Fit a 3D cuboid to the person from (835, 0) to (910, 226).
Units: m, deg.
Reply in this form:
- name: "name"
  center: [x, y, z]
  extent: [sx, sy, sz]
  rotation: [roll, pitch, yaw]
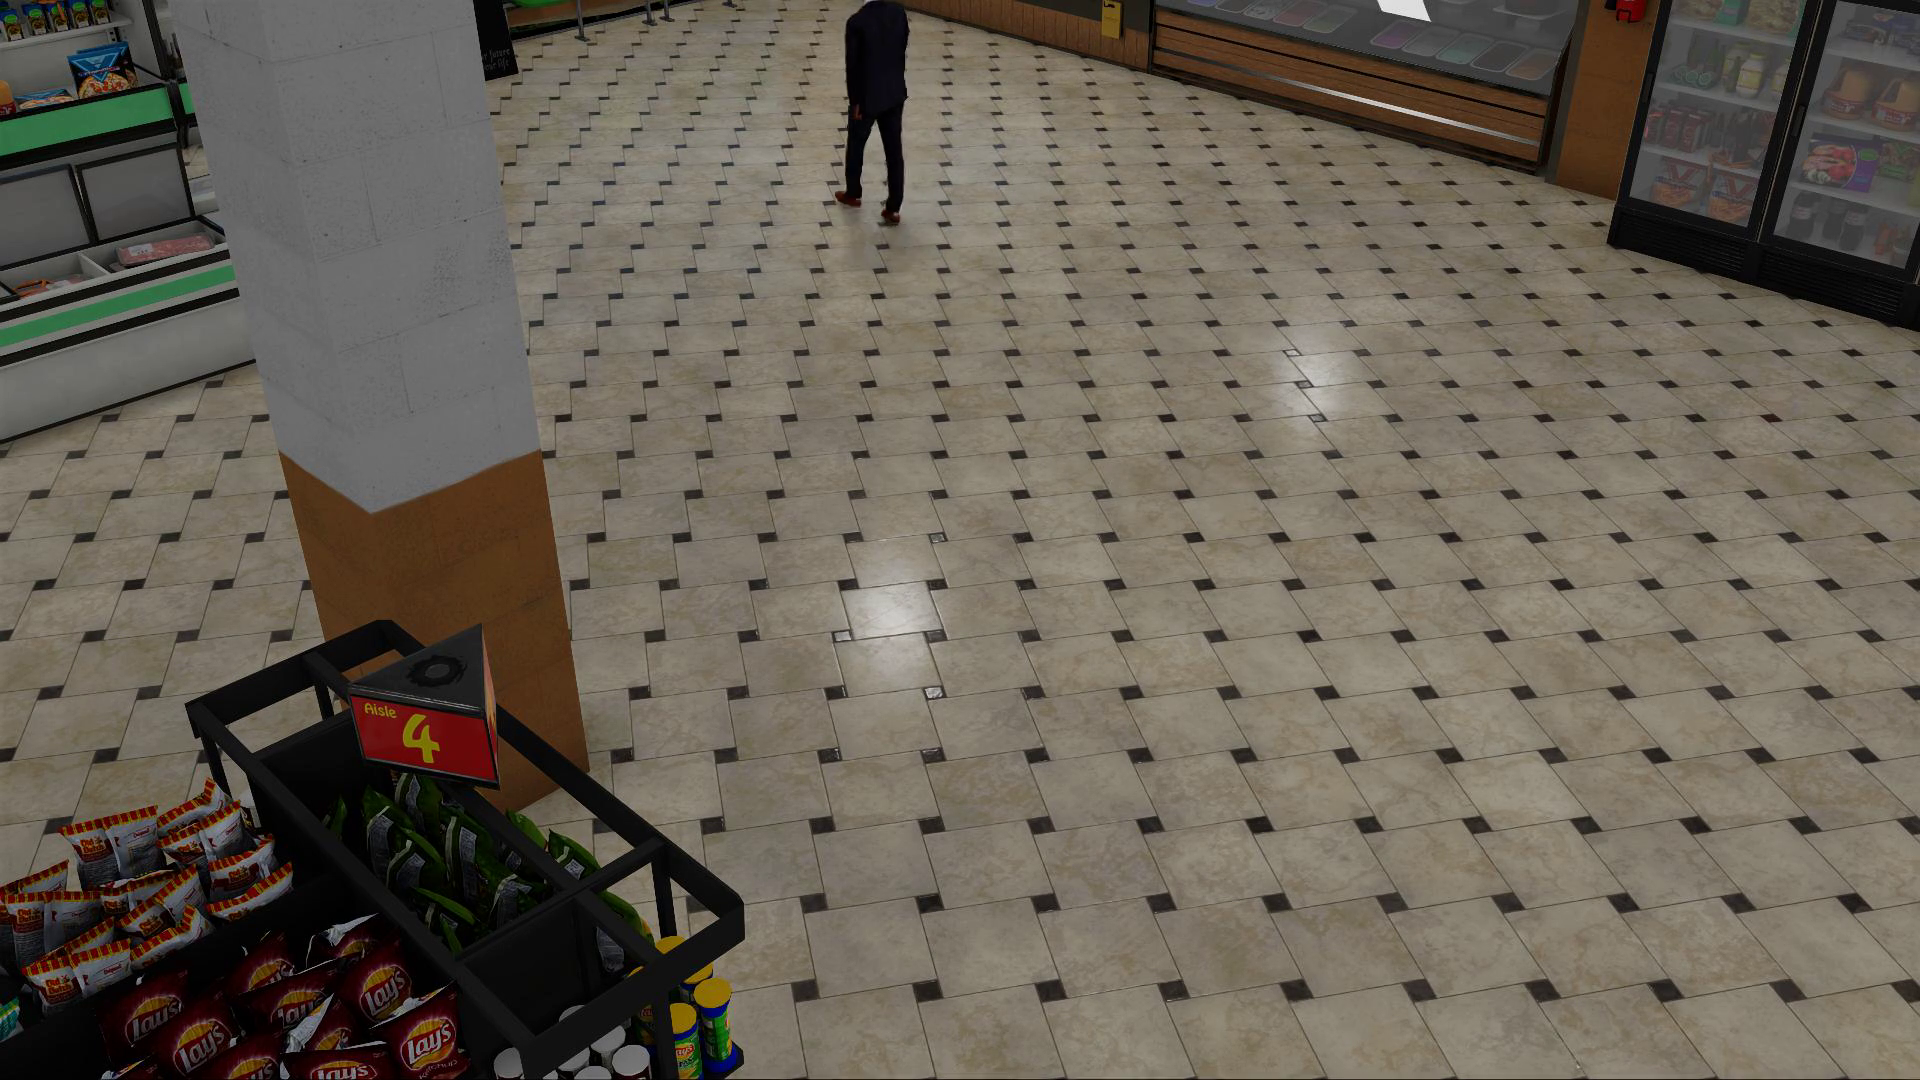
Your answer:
- name: "person"
  center: [-0.550, -3.139, 11.931]
  extent: [0.979, 1.799, 0.924]
  rotation: [-14, 35, -22]
